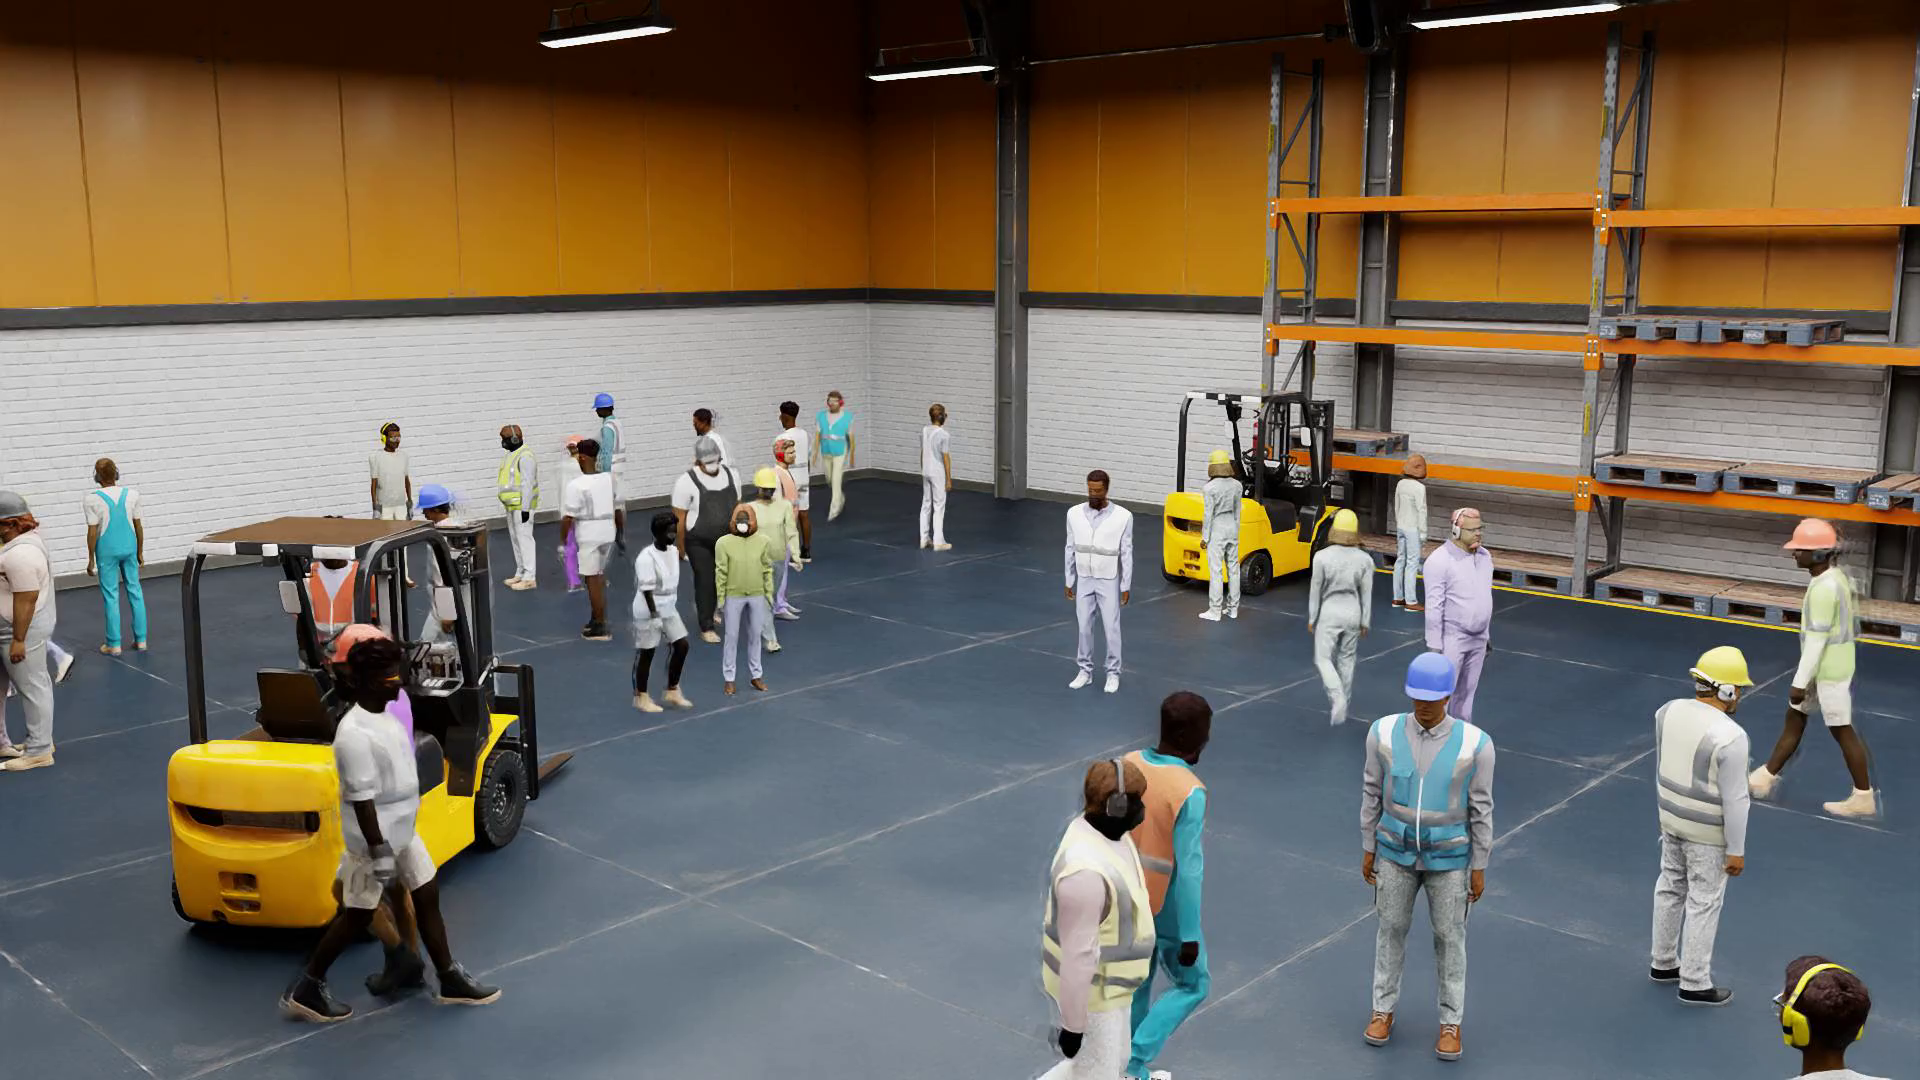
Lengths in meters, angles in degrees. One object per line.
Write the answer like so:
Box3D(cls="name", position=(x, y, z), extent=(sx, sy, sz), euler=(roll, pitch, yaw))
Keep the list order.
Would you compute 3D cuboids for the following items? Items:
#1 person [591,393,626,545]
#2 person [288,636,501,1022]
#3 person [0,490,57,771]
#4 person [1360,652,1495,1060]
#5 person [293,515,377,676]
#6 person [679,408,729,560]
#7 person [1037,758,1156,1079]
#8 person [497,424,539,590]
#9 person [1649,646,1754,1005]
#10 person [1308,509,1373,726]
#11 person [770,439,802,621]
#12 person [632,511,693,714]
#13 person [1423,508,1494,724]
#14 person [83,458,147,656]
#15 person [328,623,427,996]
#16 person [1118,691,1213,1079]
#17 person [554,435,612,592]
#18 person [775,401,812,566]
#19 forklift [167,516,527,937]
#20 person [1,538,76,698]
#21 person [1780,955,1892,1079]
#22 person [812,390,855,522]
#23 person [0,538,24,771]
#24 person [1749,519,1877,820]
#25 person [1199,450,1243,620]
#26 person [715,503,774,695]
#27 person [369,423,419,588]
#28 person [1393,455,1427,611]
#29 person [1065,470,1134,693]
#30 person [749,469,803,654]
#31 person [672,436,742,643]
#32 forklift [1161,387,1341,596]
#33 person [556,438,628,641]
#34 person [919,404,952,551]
Box3D(cls="person", position=(-4.462, -0.905, 21.197), extent=(0.416, 1.939, 0.604), euler=(0, 10, 0))
Box3D(cls="person", position=(-2.832, 1.401, 8.096), extent=(0.969, 1.925, 0.607), euler=(0, 10, 1))
Box3D(cls="person", position=(-6.870, 0.642, 12.091), extent=(0.538, 2.000, 0.683), euler=(-5, 11, -25))
Box3D(cls="person", position=(2.161, 1.457, 7.755), extent=(0.604, 1.938, 0.426), euler=(5, 11, 27))
Box3D(cls="person", position=(-4.271, 0.788, 11.478), extent=(0.608, 1.962, 0.374), euler=(-1, 10, -5))
Box3D(cls="person", position=(-2.906, -0.665, 20.060), extent=(0.959, 1.868, 0.582), euler=(-2, 10, -13))
Box3D(cls="person", position=(0.458, 1.735, 6.492), extent=(0.599, 1.827, 0.667), euler=(2, 10, 12))
Box3D(cls="person", position=(-4.910, -0.372, 18.482), extent=(0.429, 1.830, 0.635), euler=(-7, 12, -34))
Box3D(cls="person", position=(3.703, 1.421, 8.298), extent=(0.403, 1.818, 0.601), euler=(-3, 10, -14))
Box3D(cls="person", position=(3.006, 0.623, 13.074), extent=(0.489, 1.728, 0.609), euler=(0, 10, -3))
Box3D(cls="person", position=(-1.816, -0.114, 16.942), extent=(0.389, 1.847, 0.563), euler=(0, 10, 1))
Box3D(cls="person", position=(-2.406, 0.595, 13.409), extent=(0.553, 1.674, 0.543), euler=(5, 11, 27))
Box3D(cls="person", position=(3.648, 0.709, 12.090), extent=(0.651, 1.907, 0.409), euler=(-7, 12, -34))
Box3D(cls="person", position=(-7.844, 0.153, 15.448), extent=(0.345, 1.840, 0.504), euler=(9, 13, 41))
Box3D(cls="person", position=(-2.919, 1.362, 8.325), extent=(0.422, 1.917, 0.580), euler=(0, 10, 0))
Box3D(cls="person", position=(0.839, 1.572, 7.238), extent=(0.441, 1.896, 0.710), euler=(-6, 12, -30))
Box3D(cls="person", position=(-4.164, -0.300, 18.393), extent=(0.627, 1.702, 0.658), euler=(5, 11, 25))
Box3D(cls="person", position=(-1.994, -0.677, 19.809), extent=(0.368, 1.965, 0.609), euler=(6, 12, 31))
Box3D(cls="forklift", position=(-3.583, 0.976, 9.748), extent=(1.214, 2.155, 2.313), euler=(2, 10, 11))
Box3D(cls="person", position=(-7.944, 0.453, 14.053), extent=(0.533, 1.739, 0.810), euler=(8, 13, 38))
Box3D(cls="person", position=(2.318, 2.052, 4.584), extent=(0.511, 1.862, 0.324), euler=(-2, 10, -11))
Box3D(cls="person", position=(-1.717, -1.195, 23.210), extent=(0.560, 1.817, 0.866), euler=(4, 11, 20))
Box3D(cls="person", position=(-7.026, 0.778, 12.093), extent=(0.317, 1.769, 0.523), euler=(-1, 10, -3))
Box3D(cls="person", position=(5.649, 0.849, 11.055), extent=(1.025, 1.985, 0.616), euler=(5, 11, 28))
Box3D(cls="person", position=(2.639, -0.051, 16.911), extent=(0.483, 1.734, 0.319), euler=(-6, 12, -30))
Box3D(cls="person", position=(-1.820, 0.492, 14.102), extent=(0.503, 1.631, 0.283), euler=(-4, 11, -22))
Box3D(cls="person", position=(-6.259, -0.367, 18.362), extent=(0.333, 1.860, 0.509), euler=(8, 13, 38))
Box3D(cls="person", position=(4.714, -0.079, 17.349), extent=(0.278, 1.634, 0.498), euler=(-3, 10, -16))
Box3D(cls="person", position=(1.190, 0.340, 14.186), extent=(0.590, 1.912, 0.386), euler=(4, 11, 22))
Box3D(cls="person", position=(-1.801, 0.176, 15.672), extent=(0.538, 1.719, 0.933), euler=(-4, 11, -23))
Box3D(cls="person", position=(-2.464, -0.058, 16.077), extent=(0.702, 2.000, 0.803), euler=(-9, 13, -41))
Box3D(cls="forklift", position=(3.298, -0.608, 18.767), extent=(1.214, 2.155, 2.313), euler=(9, 13, 42))
Box3D(cls="person", position=(-3.578, -0.004, 16.054), extent=(0.601, 1.930, 0.761), euler=(7, 12, 36))
Box3D(cls="person", position=(-0.300, -0.783, 20.785), extent=(0.340, 1.838, 0.506), euler=(-10, 14, -43))
